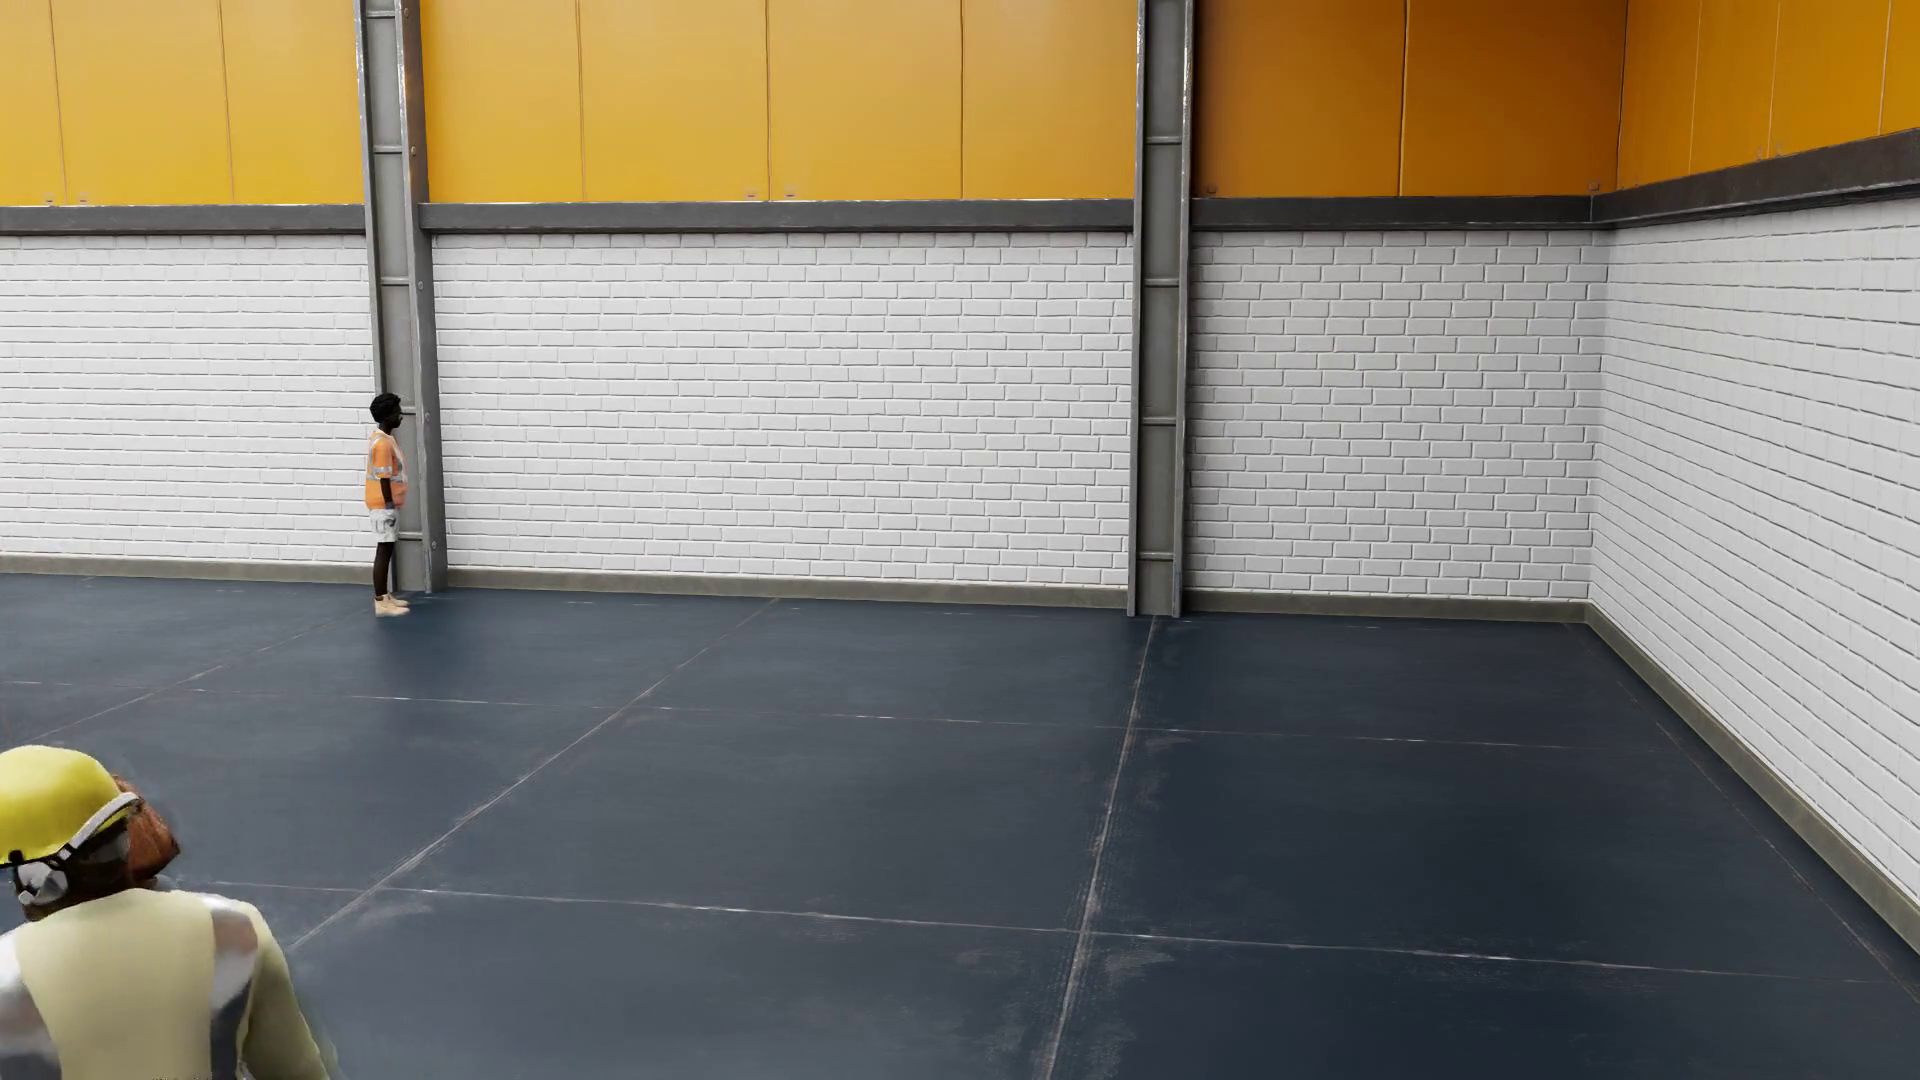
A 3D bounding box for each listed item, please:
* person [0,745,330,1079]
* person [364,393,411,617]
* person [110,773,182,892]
[{"bbox_3d":[-1.460,1.234,3.043,0.425,1.794,0.780,9,13,42],"label":"person"},{"bbox_3d":[-4.334,-0.265,12.580,0.320,1.691,0.532,-3,10,-19],"label":"person"},{"bbox_3d":[-1.718,1.262,3.471,0.893,1.577,0.491,-1,9,-9],"label":"person"}]
